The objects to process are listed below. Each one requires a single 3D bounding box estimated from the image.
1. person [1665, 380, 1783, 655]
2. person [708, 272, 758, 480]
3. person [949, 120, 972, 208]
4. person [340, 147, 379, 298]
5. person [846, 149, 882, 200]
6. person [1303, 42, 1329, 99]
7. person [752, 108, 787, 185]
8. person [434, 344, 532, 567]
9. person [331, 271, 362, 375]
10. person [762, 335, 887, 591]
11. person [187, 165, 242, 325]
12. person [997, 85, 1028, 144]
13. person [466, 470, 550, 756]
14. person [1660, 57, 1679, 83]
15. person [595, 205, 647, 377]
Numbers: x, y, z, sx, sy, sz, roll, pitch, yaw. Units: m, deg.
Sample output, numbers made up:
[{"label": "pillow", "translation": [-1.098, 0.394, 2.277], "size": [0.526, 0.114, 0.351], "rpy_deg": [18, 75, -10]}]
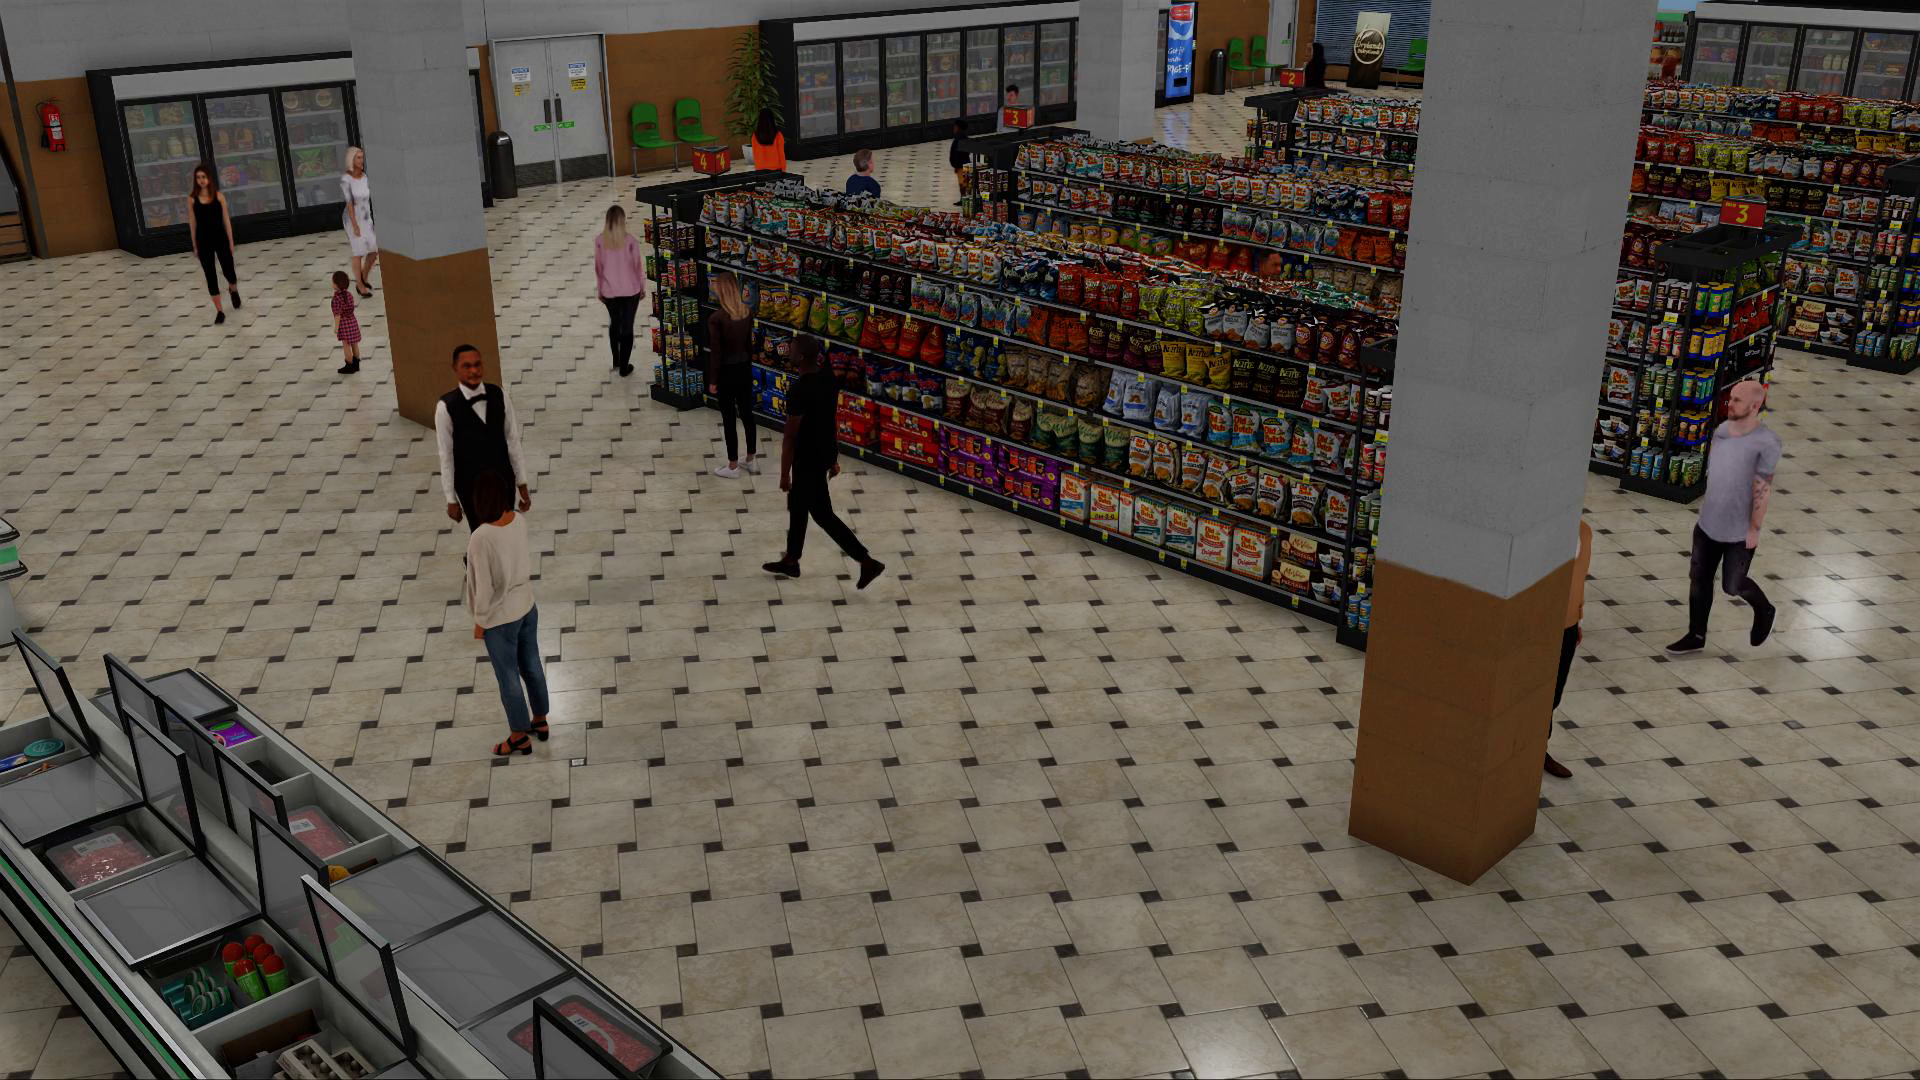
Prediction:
[{"label": "person", "translation": [4.869, -0.112, 10.353], "size": [0.947, 1.821, 0.973], "rpy_deg": [-7, 23, -18]}, {"label": "person", "translation": [-1.851, -1.348, 13.586], "size": [0.526, 1.705, 0.613], "rpy_deg": [17, 28, 36]}, {"label": "person", "translation": [0.046, -5.631, 24.836], "size": [0.601, 1.265, 0.579], "rpy_deg": [11, 24, 26]}, {"label": "person", "translation": [-7.090, -3.712, 19.430], "size": [0.714, 1.734, 0.666], "rpy_deg": [12, 25, 27]}, {"label": "person", "translation": [-1.066, -3.393, 18.456], "size": [0.466, 1.868, 0.710], "rpy_deg": [19, 29, 40]}, {"label": "person", "translation": [6.635, -8.347, 30.941], "size": [0.682, 1.753, 0.713], "rpy_deg": [13, 25, 29]}, {"label": "person", "translation": [-2.576, -4.978, 22.561], "size": [0.664, 1.748, 0.769], "rpy_deg": [5, 23, 13]}, {"label": "person", "translation": [-3.133, -0.362, 10.886], "size": [0.724, 1.888, 1.191], "rpy_deg": [-18, 28, -38]}, {"label": "person", "translation": [-6.116, -2.168, 16.543], "size": [0.530, 1.022, 0.492], "rpy_deg": [8, 23, 18]}, {"label": "person", "translation": [-0.920, -0.488, 11.347], "size": [1.305, 1.779, 0.950], "rpy_deg": [10, 24, 23]}, {"label": "person", "translation": [-8.224, -3.268, 18.357], "size": [0.809, 1.711, 0.946], "rpy_deg": [-6, 23, -14]}, {"label": "person", "translation": [0.778, -5.680, 24.210], "size": [0.972, 1.821, 0.818], "rpy_deg": [12, 25, 28]}, {"label": "person", "translation": [-2.519, 0.402, 9.262], "size": [0.671, 1.682, 0.695], "rpy_deg": [9, 24, 21]}, {"label": "person", "translation": [11.653, -7.128, 27.877], "size": [1.239, 1.775, 0.989], "rpy_deg": [6, 23, 14]}, {"label": "person", "translation": [-3.349, -2.413, 16.277], "size": [0.699, 1.675, 0.774], "rpy_deg": [2, 22, 5]}]
